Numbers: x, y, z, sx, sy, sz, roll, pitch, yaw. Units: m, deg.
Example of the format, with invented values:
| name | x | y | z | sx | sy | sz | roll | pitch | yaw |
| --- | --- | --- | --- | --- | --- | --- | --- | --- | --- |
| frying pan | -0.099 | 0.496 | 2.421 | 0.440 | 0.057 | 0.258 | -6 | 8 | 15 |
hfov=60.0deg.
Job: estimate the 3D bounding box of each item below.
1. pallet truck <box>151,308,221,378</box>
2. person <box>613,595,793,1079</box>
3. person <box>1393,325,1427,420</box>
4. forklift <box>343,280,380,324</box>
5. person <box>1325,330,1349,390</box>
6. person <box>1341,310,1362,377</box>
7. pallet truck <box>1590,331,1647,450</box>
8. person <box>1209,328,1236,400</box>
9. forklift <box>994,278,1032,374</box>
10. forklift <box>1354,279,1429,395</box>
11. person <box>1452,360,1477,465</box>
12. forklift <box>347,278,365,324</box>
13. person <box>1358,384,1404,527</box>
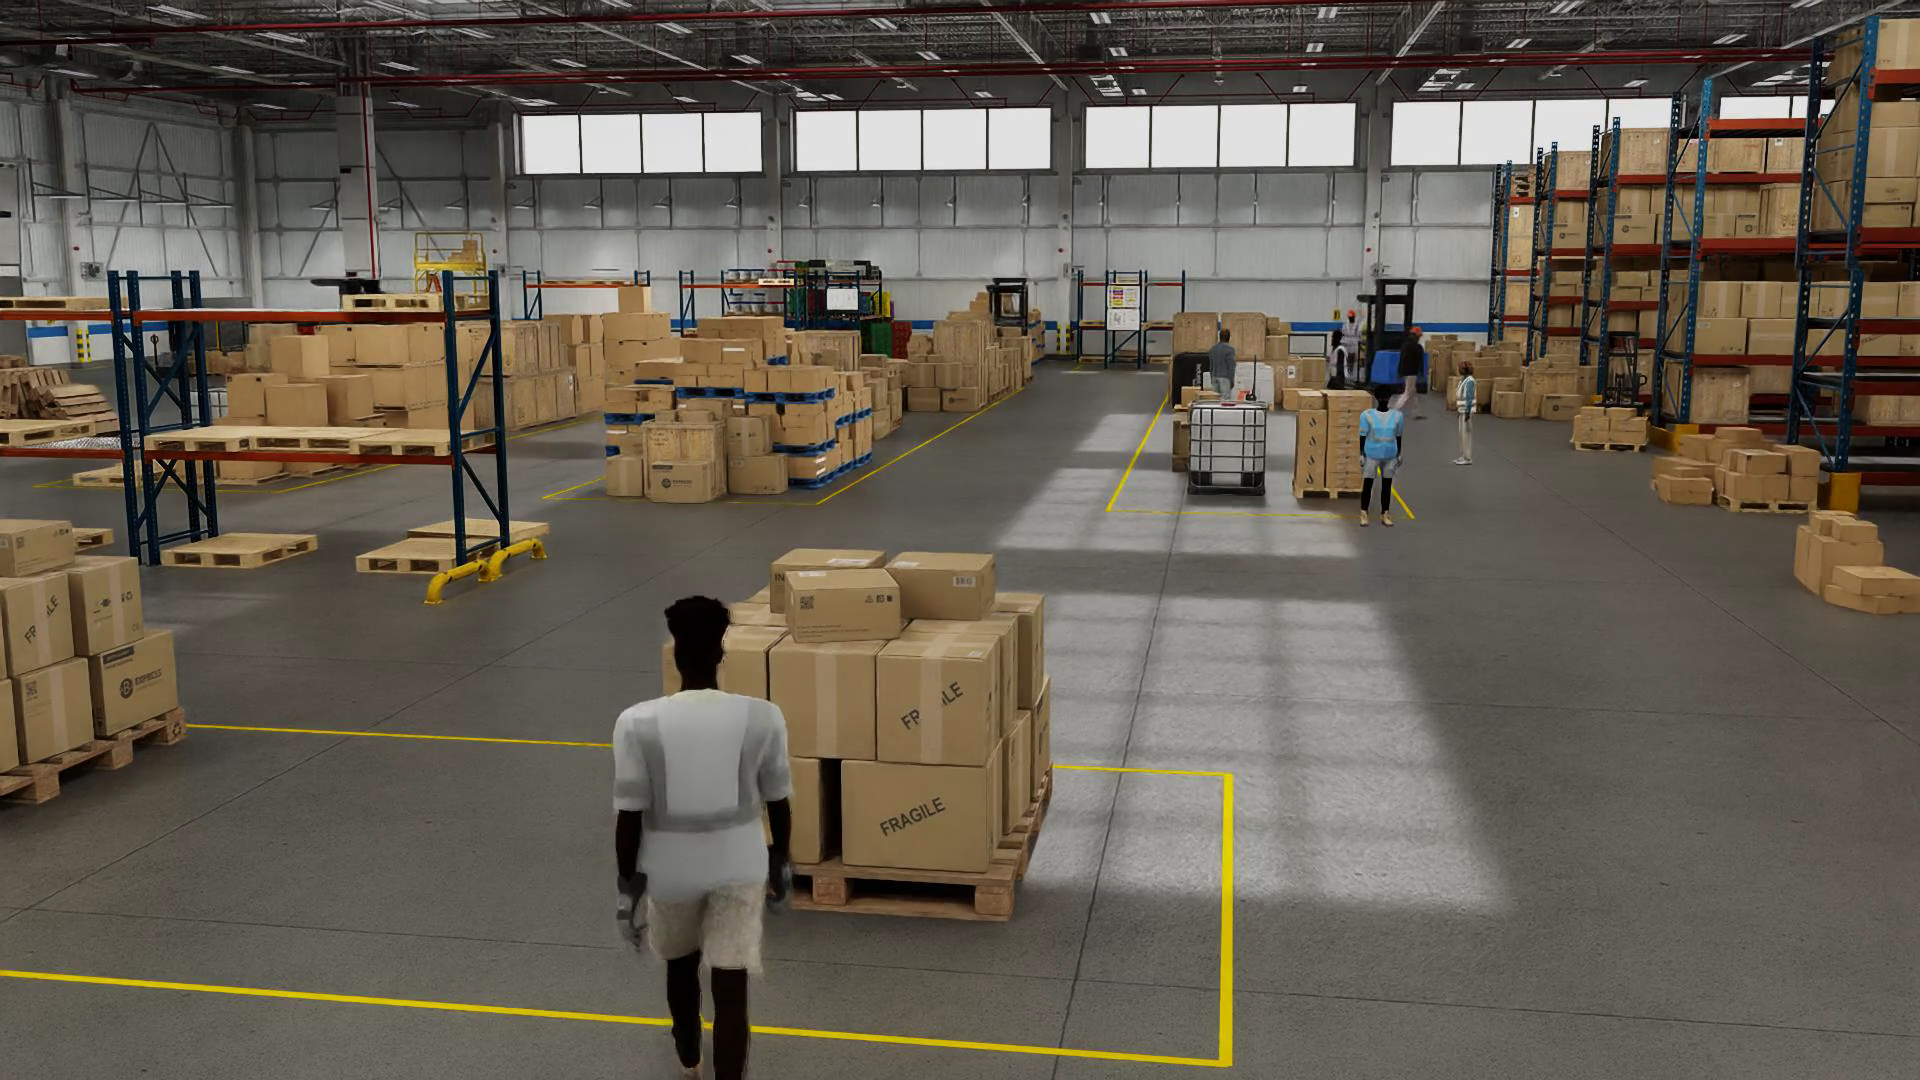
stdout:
| name | x | y | z | sx | sy | sz | roll | pitch | yaw |
| --- | --- | --- | --- | --- | --- | --- | --- | --- | --- |
| pallet truck | -21.869 | -5.598 | 47.154 | 0.823 | 1.965 | 1.885 | 4 | 10 | 26 |
| person | -0.903 | 1.133 | 5.884 | 0.627 | 1.911 | 1.022 | -2 | 9 | -11 |
| person | 9.019 | -3.343 | 33.430 | 1.006 | 1.953 | 0.622 | -4 | 10 | -21 |
| forklift | -12.813 | -4.191 | 35.764 | 1.873 | 2.768 | 1.129 | 1 | 9 | 9 |
| person | 7.505 | -3.222 | 32.934 | 0.845 | 1.882 | 0.608 | 0 | 9 | 2 |
| person | 11.195 | -5.630 | 47.668 | 0.561 | 1.884 | 0.985 | 5 | 11 | 29 |
| pallet truck | 11.253 | -2.573 | 28.499 | 0.823 | 1.965 | 1.885 | 5 | 10 | 27 |
| person | 5.023 | -3.086 | 31.877 | 0.366 | 1.931 | 0.630 | -7 | 12 | -37 |
| forklift | 1.428 | -6.032 | 47.116 | 1.129 | 2.768 | 1.873 | 1 | 9 | 9 |
| forklift | 10.598 | -4.982 | 40.640 | 1.129 | 2.768 | 1.873 | -2 | 9 | -12 |
| person | 7.922 | -1.996 | 26.065 | 0.324 | 1.630 | 0.524 | 0 | 9 | 2 |
| forklift | -15.807 | -5.468 | 43.636 | 1.873 | 2.768 | 1.129 | -3 | 10 | -17 |
| person | 4.982 | -0.998 | 19.705 | 0.537 | 1.696 | 0.321 | 0 | 9 | 0 |
